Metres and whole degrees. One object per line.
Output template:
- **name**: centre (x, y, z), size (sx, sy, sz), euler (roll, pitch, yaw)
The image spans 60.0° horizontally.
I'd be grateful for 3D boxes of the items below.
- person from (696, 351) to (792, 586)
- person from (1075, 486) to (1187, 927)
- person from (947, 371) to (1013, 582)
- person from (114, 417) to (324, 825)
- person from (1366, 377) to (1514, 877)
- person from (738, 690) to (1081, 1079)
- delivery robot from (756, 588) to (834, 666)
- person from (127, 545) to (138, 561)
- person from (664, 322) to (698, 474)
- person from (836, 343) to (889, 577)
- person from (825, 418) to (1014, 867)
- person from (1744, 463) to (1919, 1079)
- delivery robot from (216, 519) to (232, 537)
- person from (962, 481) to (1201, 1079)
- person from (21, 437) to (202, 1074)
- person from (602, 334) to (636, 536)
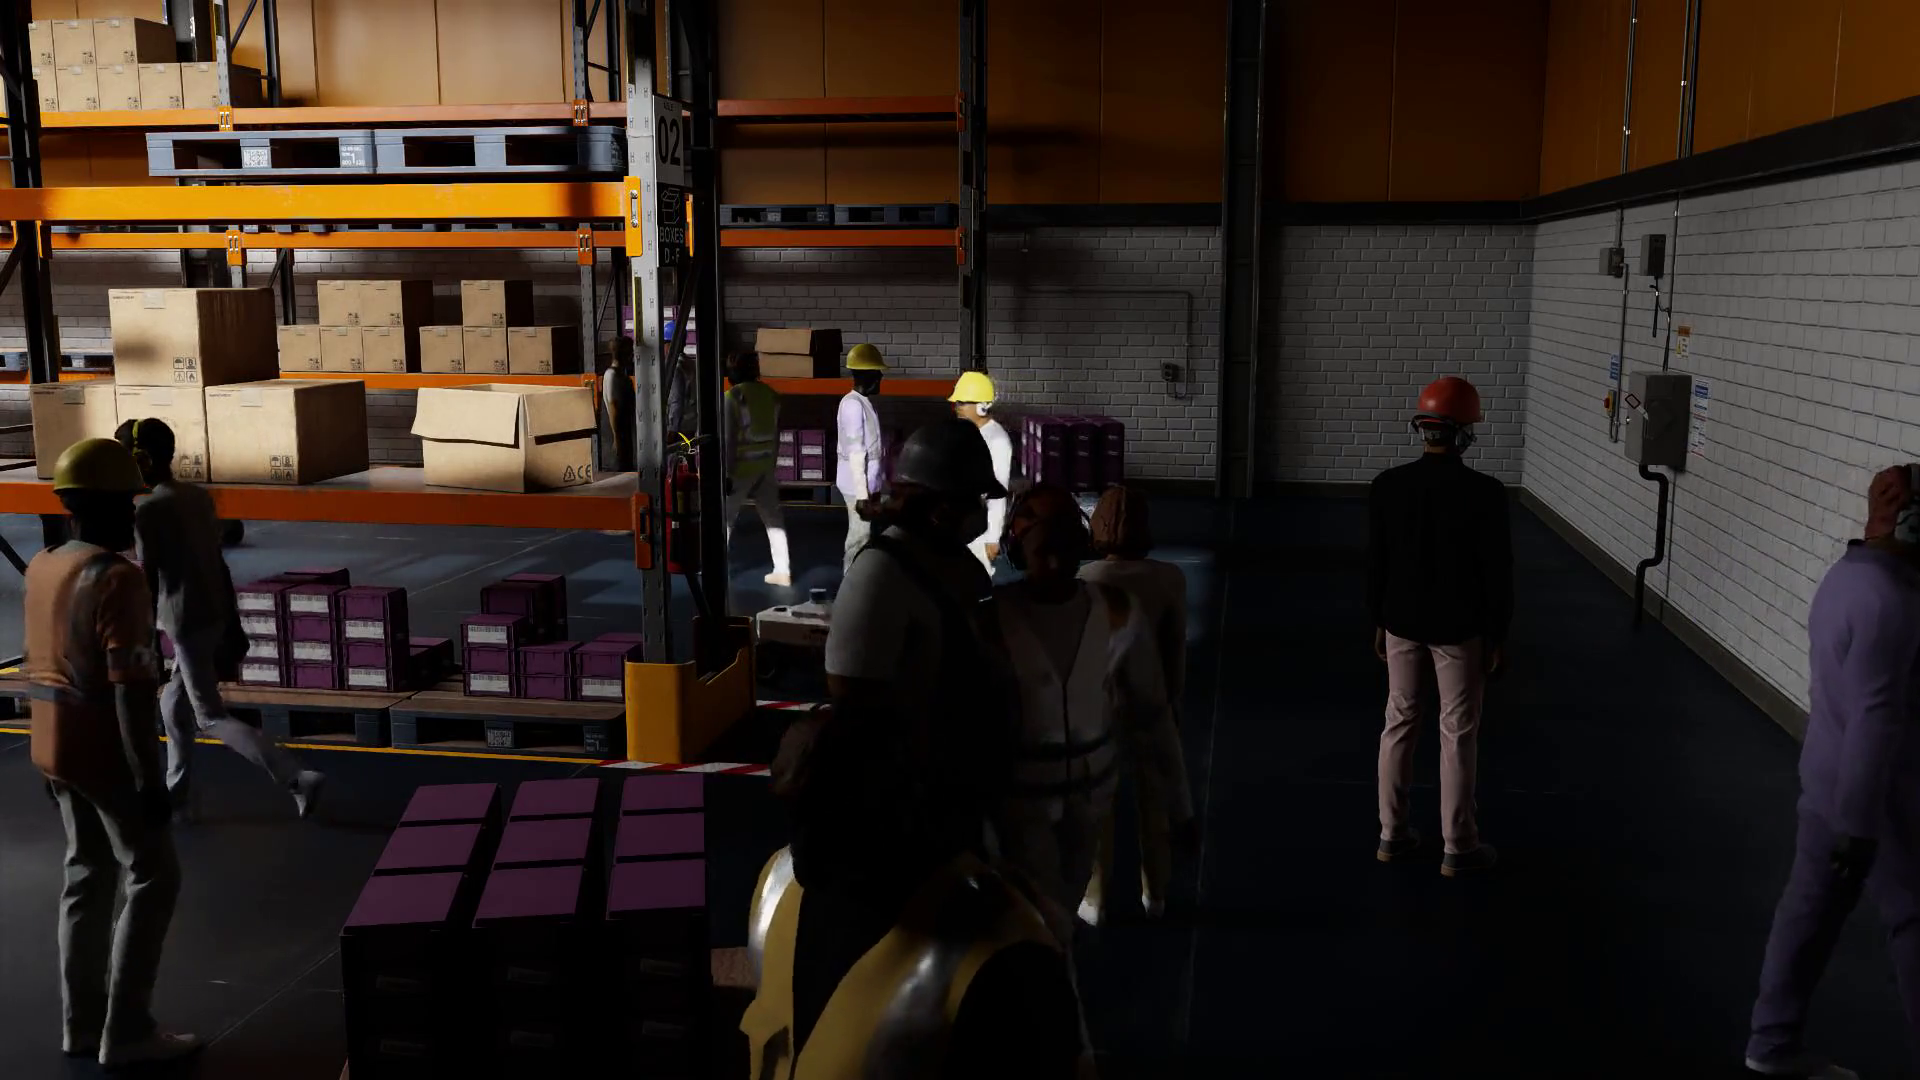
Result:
- **person**: centre (-1.695, -0.552, 12.855), size (0.914, 1.796, 0.643), euler (8, 12, 40)
- **person**: centre (0.590, 0.614, 6.137), size (0.497, 1.633, 0.283), euler (-2, 9, -11)
- **person**: centre (0.091, -0.098, 9.954), size (0.414, 1.822, 0.615), euler (-4, 10, -24)
- **person**: centre (-3.190, 0.379, 7.086), size (0.879, 1.817, 0.535), euler (1, 9, 5)
- **person**: centre (1.921, 0.347, 6.673), size (0.611, 1.995, 0.375), euler (8, 12, 41)
- **person**: centre (-0.098, 1.108, 2.521), size (0.432, 1.813, 0.633), euler (-6, 11, -35)
- **delivery robot**: centre (-0.822, 0.527, 9.709), size (0.707, 0.478, 0.477), euler (4, 10, 24)
- **person**: centre (-5.355, -0.246, 10.724), size (0.833, 1.876, 0.655), euler (1, 9, 4)
- **person**: centre (-2.628, -1.059, 15.542), size (0.393, 1.946, 0.617), euler (0, 9, 3)
- **person**: centre (-0.658, -0.373, 11.348), size (0.366, 1.927, 0.585), euler (0, 9, -2)
- **person**: centre (0.036, 0.651, 4.647), size (0.776, 2.000, 0.705), euler (3, 10, 18)
- **person**: centre (2.724, 0.724, 4.700), size (0.851, 1.873, 0.677), euler (3, 10, 18)
- **delivery robot**: centre (-6.739, -0.254, 14.569), size (0.707, 0.478, 0.477), euler (4, 10, 24)
- **person**: centre (0.319, 0.754, 4.603), size (0.718, 1.833, 0.953), euler (-3, 10, -19)
- **person**: centre (-2.594, 0.646, 5.083), size (0.608, 1.910, 0.425), euler (6, 11, 34)
- **person**: centre (-3.115, -0.964, 15.275), size (0.329, 1.842, 0.514), euler (0, 9, -2)
